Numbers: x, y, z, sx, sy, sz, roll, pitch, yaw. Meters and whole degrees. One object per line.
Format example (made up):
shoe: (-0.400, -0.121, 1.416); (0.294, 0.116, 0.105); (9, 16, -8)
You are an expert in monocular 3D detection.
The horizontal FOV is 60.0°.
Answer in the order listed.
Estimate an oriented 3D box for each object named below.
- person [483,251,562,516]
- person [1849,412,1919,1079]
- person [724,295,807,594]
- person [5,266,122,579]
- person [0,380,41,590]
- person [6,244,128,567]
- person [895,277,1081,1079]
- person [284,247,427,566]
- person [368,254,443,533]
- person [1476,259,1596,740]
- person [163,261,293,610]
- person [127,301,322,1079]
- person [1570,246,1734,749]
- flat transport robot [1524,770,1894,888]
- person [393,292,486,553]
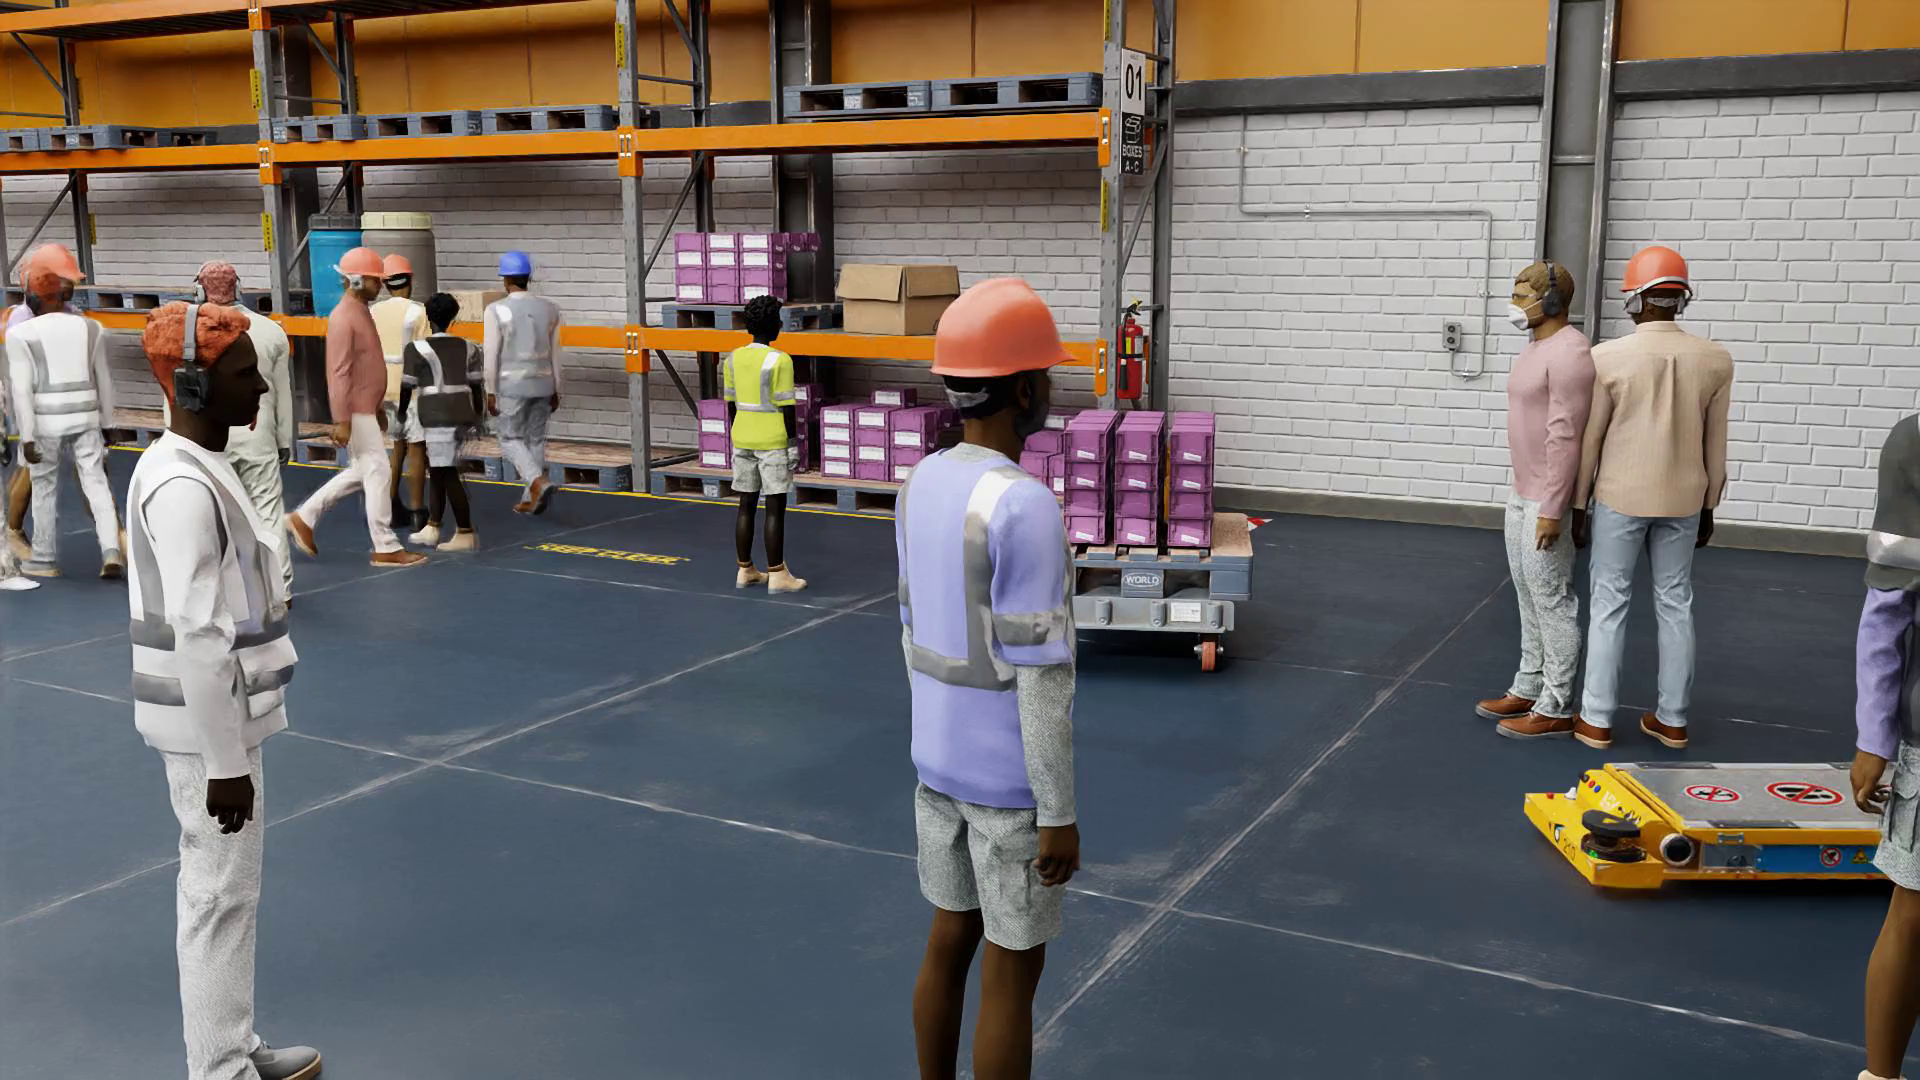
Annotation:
person: (-3.087, -1.089, 11.875); (0.630, 1.932, 0.611); (10, 14, 44)
person: (2.148, 0.399, 3.375); (0.605, 2.045, 0.381); (3, 11, 18)
person: (-1.113, -0.543, 9.494); (0.541, 1.696, 0.315); (9, 13, 40)
person: (-5.258, -0.679, 9.787); (0.833, 1.855, 0.605); (8, 13, 38)
person: (-5.652, -0.494, 9.426); (0.628, 1.615, 0.558); (-2, 10, -9)
person: (-5.489, -0.799, 10.114); (1.092, 1.981, 0.607); (3, 11, 15)
person: (0.079, 0.449, 3.383); (0.348, 1.943, 0.542); (-6, 12, -29)
person: (-3.775, -0.804, 10.200); (0.829, 1.964, 0.648); (-2, 11, -11)
person: (-3.836, -1.010, 11.495); (0.557, 1.913, 0.458); (4, 11, 19)
person: (2.370, -0.160, 6.761); (0.371, 1.933, 0.625); (1, 10, 3)
person: (-3.911, -0.535, 8.915); (0.642, 1.899, 0.395); (-8, 13, -37)
person: (-1.650, 0.417, 3.717); (0.341, 1.882, 0.586); (-5, 11, -24)
person: (2.707, -0.157, 6.592); (0.619, 1.985, 0.406); (0, 10, -2)
flat transport robot: (2.659, 0.916, 5.404); (1.431, 0.197, 0.652); (0, 10, 1)
person: (-3.388, -0.748, 10.696); (0.640, 1.664, 0.516); (4, 11, 21)
